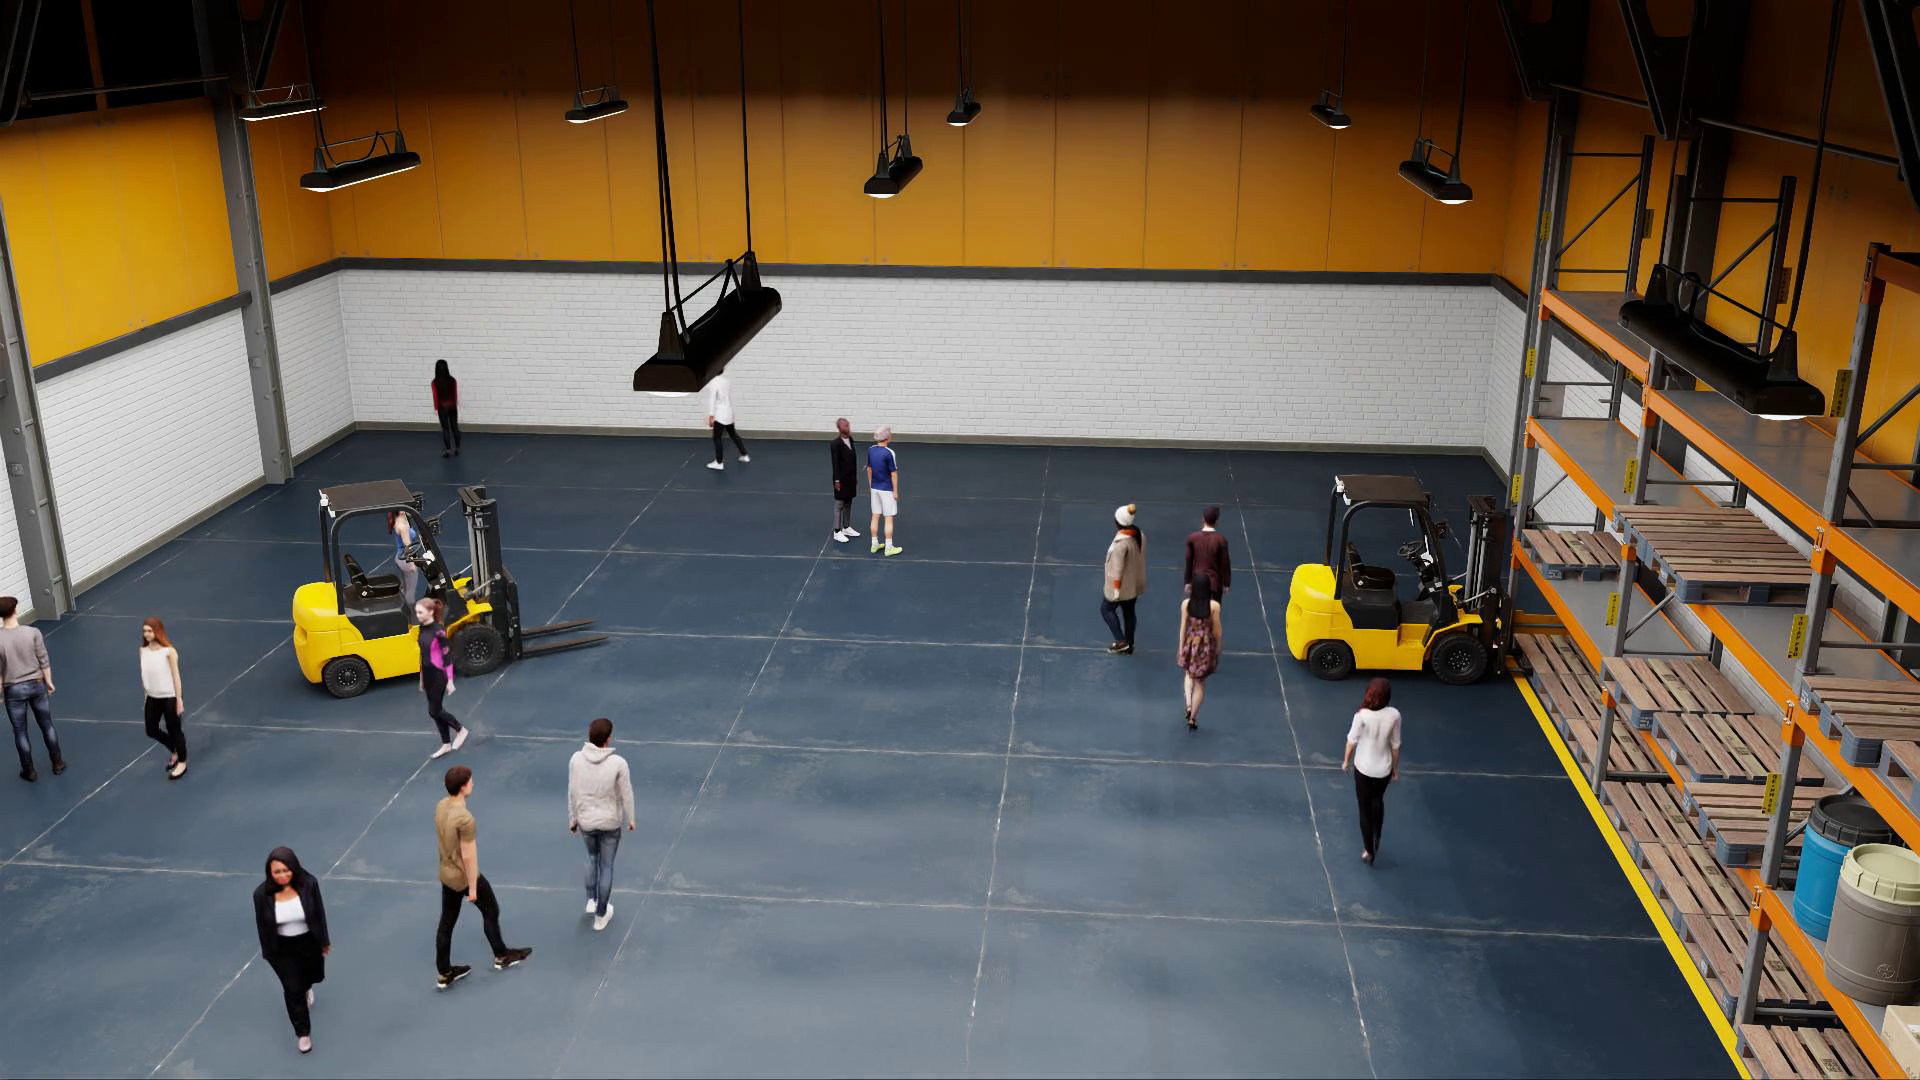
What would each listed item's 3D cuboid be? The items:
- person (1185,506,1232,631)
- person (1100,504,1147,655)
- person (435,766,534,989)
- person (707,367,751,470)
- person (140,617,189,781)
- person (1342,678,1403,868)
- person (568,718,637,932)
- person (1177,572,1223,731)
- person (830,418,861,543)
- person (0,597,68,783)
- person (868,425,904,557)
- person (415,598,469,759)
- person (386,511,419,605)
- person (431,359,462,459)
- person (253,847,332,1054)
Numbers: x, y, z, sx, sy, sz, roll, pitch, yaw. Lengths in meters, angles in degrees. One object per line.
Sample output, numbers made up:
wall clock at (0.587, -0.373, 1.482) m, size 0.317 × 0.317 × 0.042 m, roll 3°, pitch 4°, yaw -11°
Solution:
person at (2.863, 0.542, 19.375) m, size 0.969 × 1.837 × 1.225 m, roll 9°, pitch 20°, yaw 24°
person at (2.004, 0.478, 19.498) m, size 0.871 × 1.879 × 0.790 m, roll 16°, pitch 24°, yaw 39°
person at (-3.996, 2.676, 13.062) m, size 1.038 × 1.823 × 1.133 m, roll 15°, pitch 23°, yaw 37°
person at (-3.888, -2.058, 27.158) m, size 1.068 × 1.797 × 0.934 m, roll 11°, pitch 22°, yaw 30°
person at (-7.888, 1.542, 16.602) m, size 0.650 × 1.711 × 0.650 m, roll 5°, pitch 19°, yaw 14°
person at (3.709, 2.108, 14.811) m, size 0.673 × 1.781 × 0.688 m, roll -3°, pitch 19°, yaw -8°
person at (-3.028, 2.400, 13.861) m, size 0.676 × 1.835 × 0.648 m, roll 2°, pitch 19°, yaw 5°
person at (2.507, 1.214, 17.500) m, size 0.727 × 1.760 × 0.795 m, roll 7°, pitch 20°, yaw 19°
person at (-1.662, -0.878, 23.712) m, size 0.779 × 1.761 × 0.647 m, roll 11°, pitch 22°, yaw 29°
person at (-9.285, 1.474, 16.510) m, size 0.774 × 1.900 × 0.819 m, roll -13°, pitch 23°, yaw -34°
person at (-1.068, -0.706, 23.081) m, size 0.715 × 1.836 × 0.722 m, roll 14°, pitch 23°, yaw 35°
person at (-5.291, 1.387, 17.033) m, size 0.745 × 1.730 × 0.807 m, roll 16°, pitch 24°, yaw 39°
person at (-6.842, 0.265, 20.552) m, size 0.726 × 1.610 × 0.654 m, roll -12°, pitch 22°, yaw -31°
person at (-8.561, -2.196, 27.789) m, size 0.656 × 1.656 × 0.719 m, roll -16°, pitch 24°, yaw -38°
person at (-4.988, 2.991, 12.474) m, size 0.965 × 1.600 × 1.073 m, roll -11°, pitch 22°, yaw -30°
